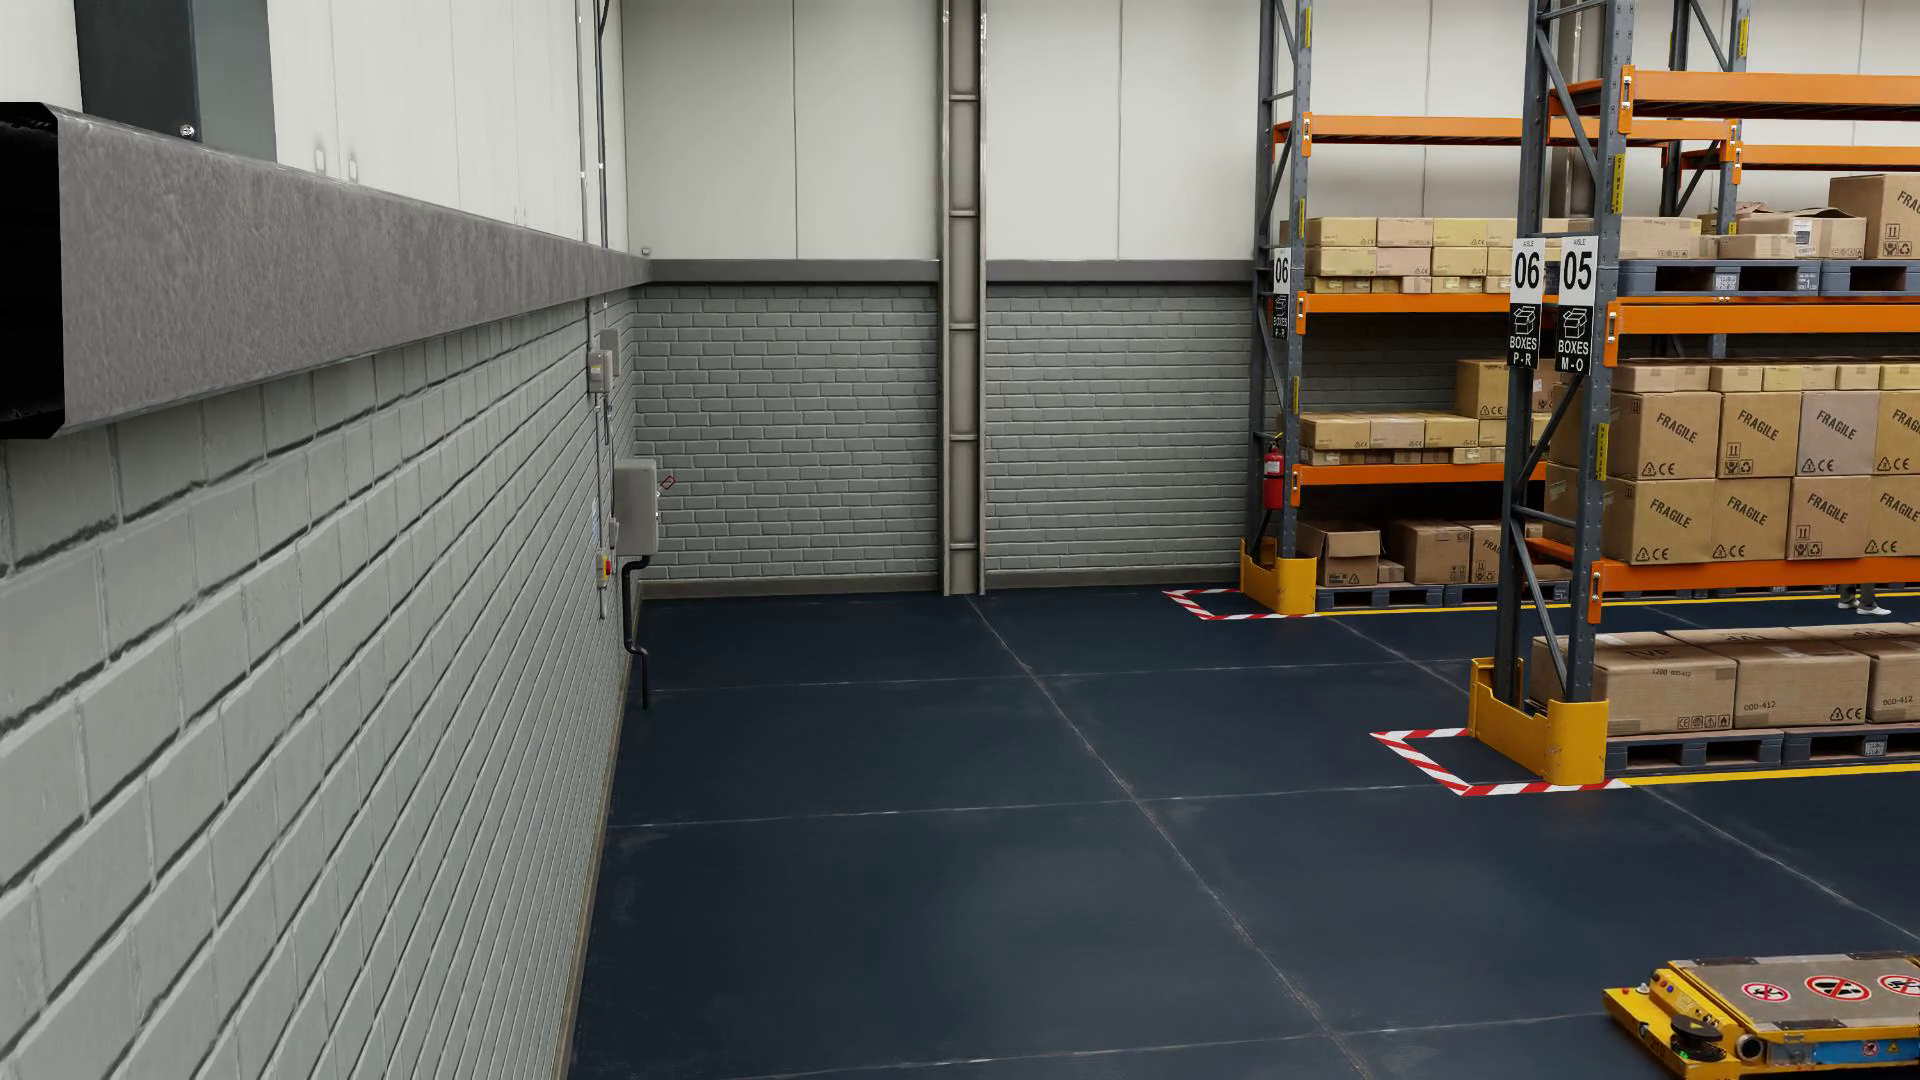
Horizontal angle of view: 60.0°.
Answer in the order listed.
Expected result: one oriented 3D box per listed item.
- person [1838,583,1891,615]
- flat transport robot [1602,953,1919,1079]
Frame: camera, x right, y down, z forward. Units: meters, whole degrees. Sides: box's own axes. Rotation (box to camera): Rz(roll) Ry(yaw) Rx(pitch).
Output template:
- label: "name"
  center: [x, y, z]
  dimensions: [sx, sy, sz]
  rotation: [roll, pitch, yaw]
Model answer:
- label: "person"
  center: [8.062, -0.288, 14.670]
  dimensions: [0.390, 1.919, 0.581]
  rotation: [-2, 10, -15]
- label: "flat transport robot"
  center: [3.359, 1.852, 6.515]
  dimensions: [1.431, 0.197, 0.652]
  rotation: [-1, 9, -5]
